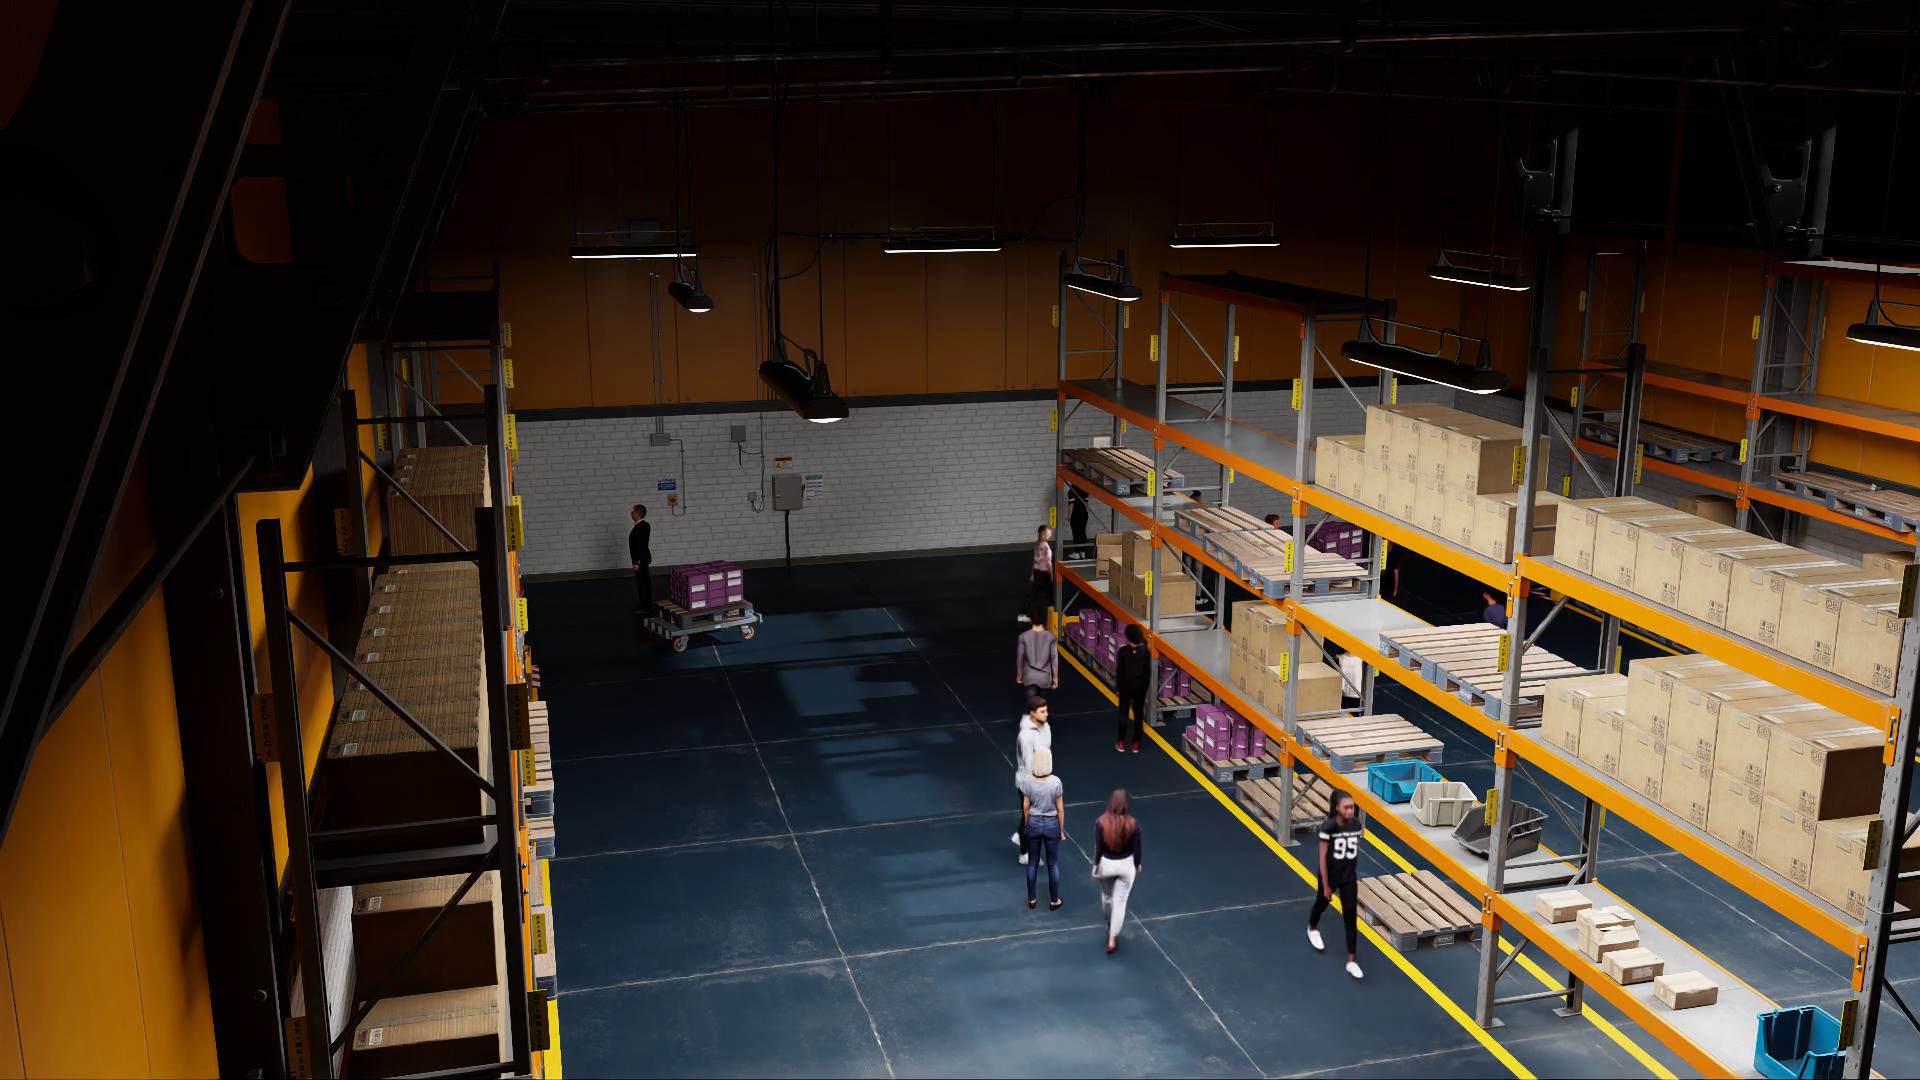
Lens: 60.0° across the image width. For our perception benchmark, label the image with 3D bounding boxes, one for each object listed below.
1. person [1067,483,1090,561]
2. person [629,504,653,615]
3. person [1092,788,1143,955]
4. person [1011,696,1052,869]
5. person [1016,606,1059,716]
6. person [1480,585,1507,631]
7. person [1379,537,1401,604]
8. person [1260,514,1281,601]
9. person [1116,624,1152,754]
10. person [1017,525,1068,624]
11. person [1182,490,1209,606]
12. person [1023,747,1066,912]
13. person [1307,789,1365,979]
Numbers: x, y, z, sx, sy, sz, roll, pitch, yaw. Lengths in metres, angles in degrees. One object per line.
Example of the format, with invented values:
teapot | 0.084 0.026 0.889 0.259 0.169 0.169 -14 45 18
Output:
person | 2.190 -0.464 30.850 0.676 1.639 0.679 -9 16 -32
person | -5.242 0.295 27.346 0.826 1.814 0.666 1 14 6
person | 1.491 3.189 15.906 0.865 1.574 1.065 2 14 9
person | 0.691 2.559 17.787 0.913 1.912 0.857 10 17 34
person | 0.974 1.803 21.151 0.843 1.799 1.239 -1 14 -2
person | 7.260 1.475 22.556 1.073 1.775 0.930 13 18 42
person | 6.515 0.738 25.688 1.031 1.733 1.175 5 15 21
person | 4.853 0.518 26.237 0.811 1.903 0.698 3 14 14
person | 2.189 1.880 21.107 0.639 1.670 0.615 0 14 -1
person | 1.228 0.581 26.655 0.661 1.584 1.072 -5 15 -21
person | 3.919 0.096 27.860 0.758 1.959 0.857 11 17 37
person | 0.840 2.899 16.784 0.654 1.722 0.661 3 14 14
person | 3.510 3.178 15.711 0.602 1.686 1.166 -4 14 -15
